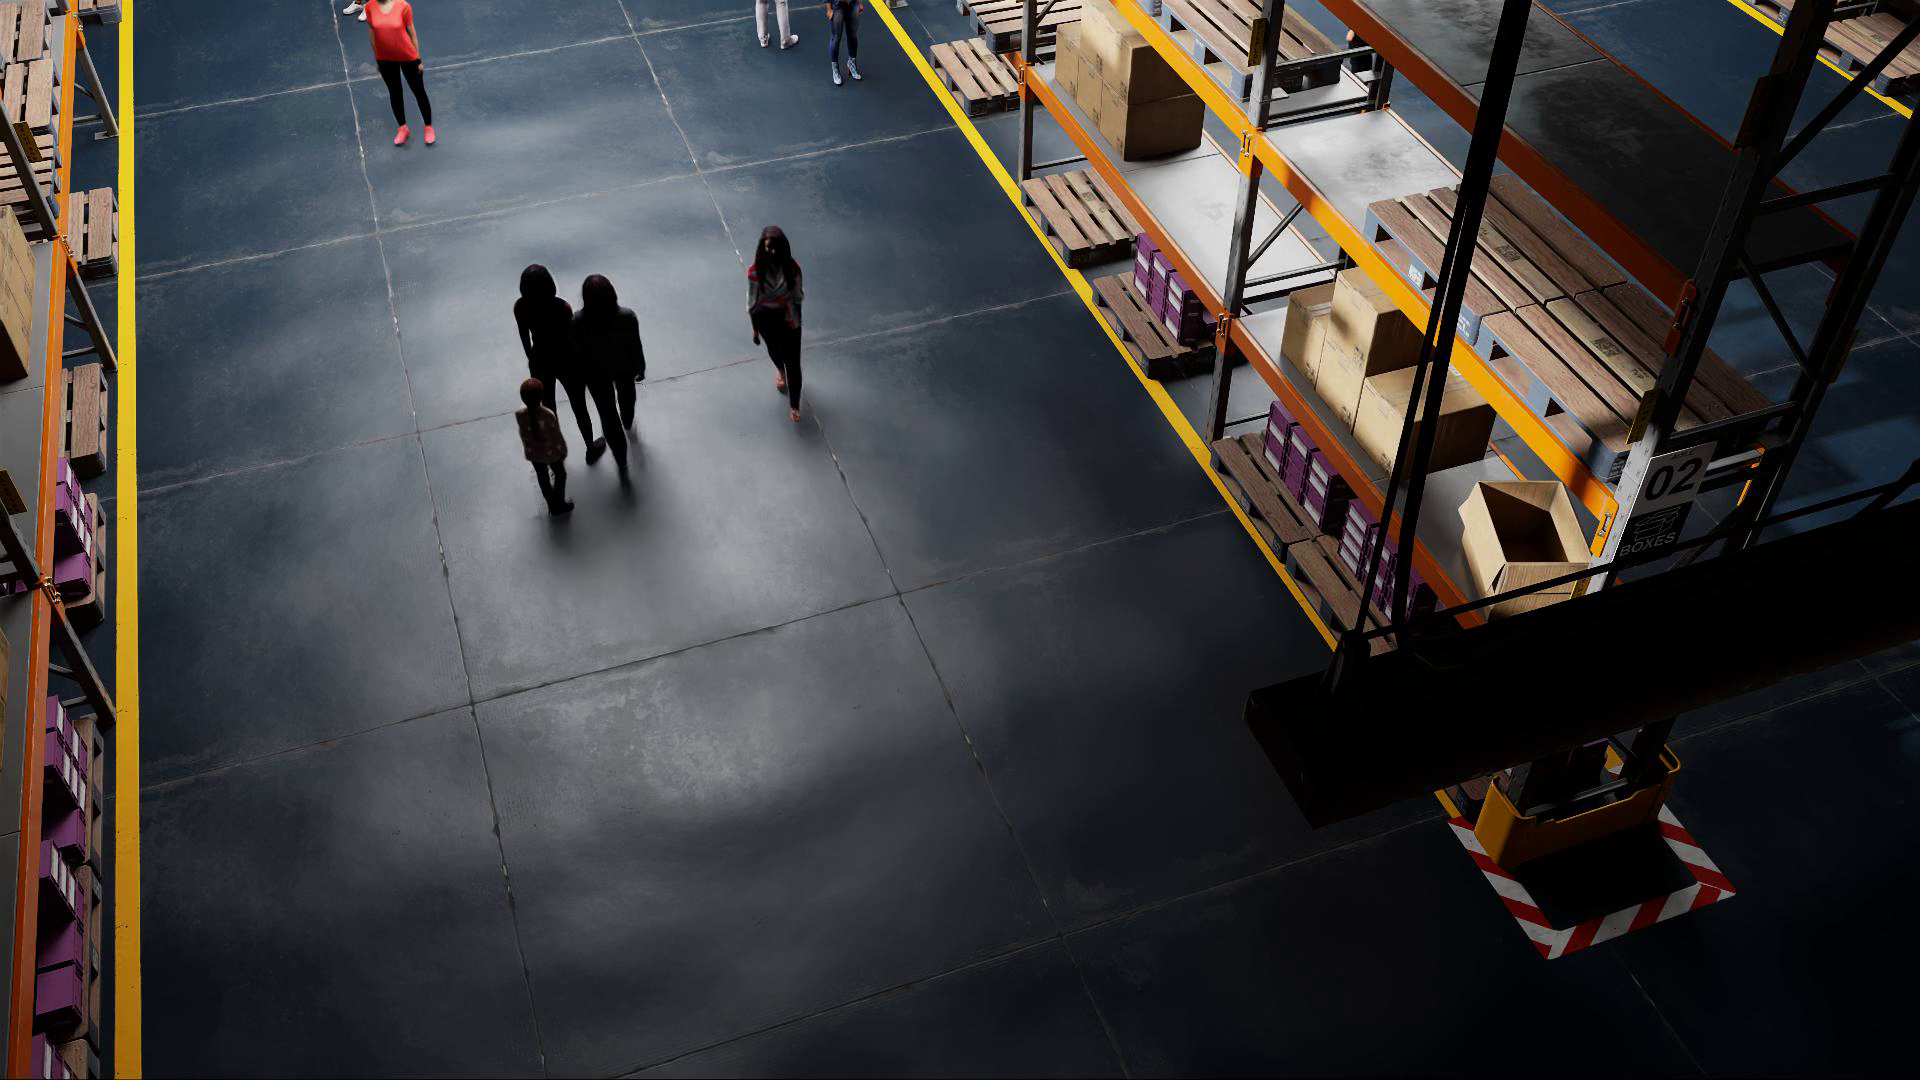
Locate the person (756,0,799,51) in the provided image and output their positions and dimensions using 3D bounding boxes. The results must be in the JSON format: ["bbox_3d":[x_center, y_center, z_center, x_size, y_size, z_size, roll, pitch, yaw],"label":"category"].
[{"bbox_3d":[-1.986,-5.985,17.136,0.742,1.888,0.750,9,44,9],"label":"person"}]

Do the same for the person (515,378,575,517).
[{"bbox_3d":[-3.034,-0.664,12.055,0.574,1.191,0.621,5,44,5],"label":"person"}]

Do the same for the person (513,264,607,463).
[{"bbox_3d":[-3.000,-1.297,12.322,0.677,1.740,0.660,2,44,2],"label":"person"}]

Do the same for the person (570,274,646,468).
[{"bbox_3d":[-2.614,-1.252,12.399,0.650,1.568,1.011,-13,45,-14],"label":"person"}]

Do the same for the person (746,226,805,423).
[{"bbox_3d":[-1.431,-1.763,12.939,0.788,1.564,1.121,-3,44,-3],"label":"person"}]

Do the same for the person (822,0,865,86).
[{"bbox_3d":[-1.164,-5.376,16.694,0.614,1.615,0.563,-18,47,-18],"label":"person"}]

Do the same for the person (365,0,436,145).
[{"bbox_3d":[-5.328,-4.577,15.798,0.656,1.693,0.634,-1,44,-1],"label":"person"}]
